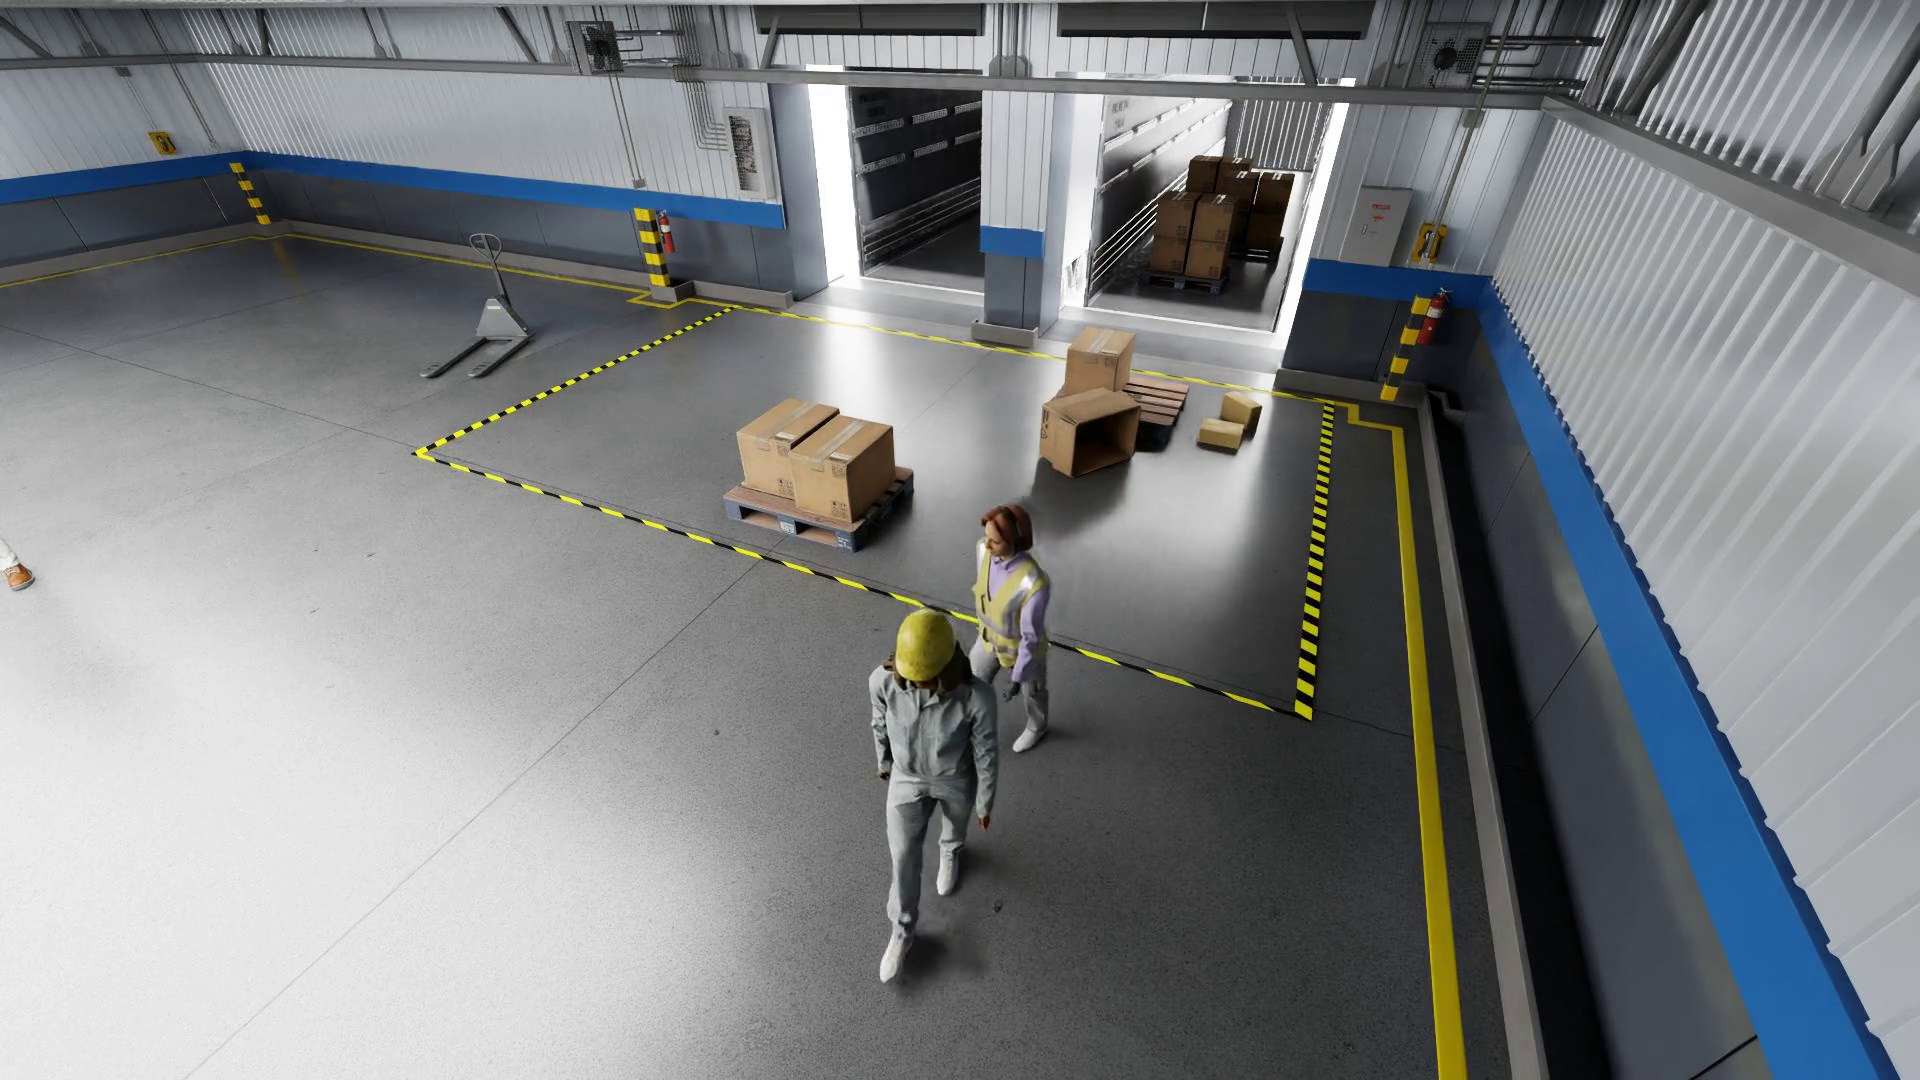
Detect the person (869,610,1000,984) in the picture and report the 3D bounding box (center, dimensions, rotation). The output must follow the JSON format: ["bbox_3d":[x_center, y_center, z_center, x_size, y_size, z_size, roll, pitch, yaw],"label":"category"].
[{"bbox_3d":[-0.116,0.992,2.803,0.506,1.717,0.712,6,36,8],"label":"person"}]

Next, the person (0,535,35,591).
[{"bbox_3d":[-6.819,-0.444,4.633,0.602,1.949,0.391,-26,43,-32],"label":"person"}]

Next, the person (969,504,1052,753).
[{"bbox_3d":[0.170,0.548,3.528,0.762,1.607,0.519,-25,42,-30],"label":"person"}]

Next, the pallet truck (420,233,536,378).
[{"bbox_3d":[-5.664,-2.712,8.427,0.680,1.201,1.601,0,35,-1],"label":"pallet truck"}]
